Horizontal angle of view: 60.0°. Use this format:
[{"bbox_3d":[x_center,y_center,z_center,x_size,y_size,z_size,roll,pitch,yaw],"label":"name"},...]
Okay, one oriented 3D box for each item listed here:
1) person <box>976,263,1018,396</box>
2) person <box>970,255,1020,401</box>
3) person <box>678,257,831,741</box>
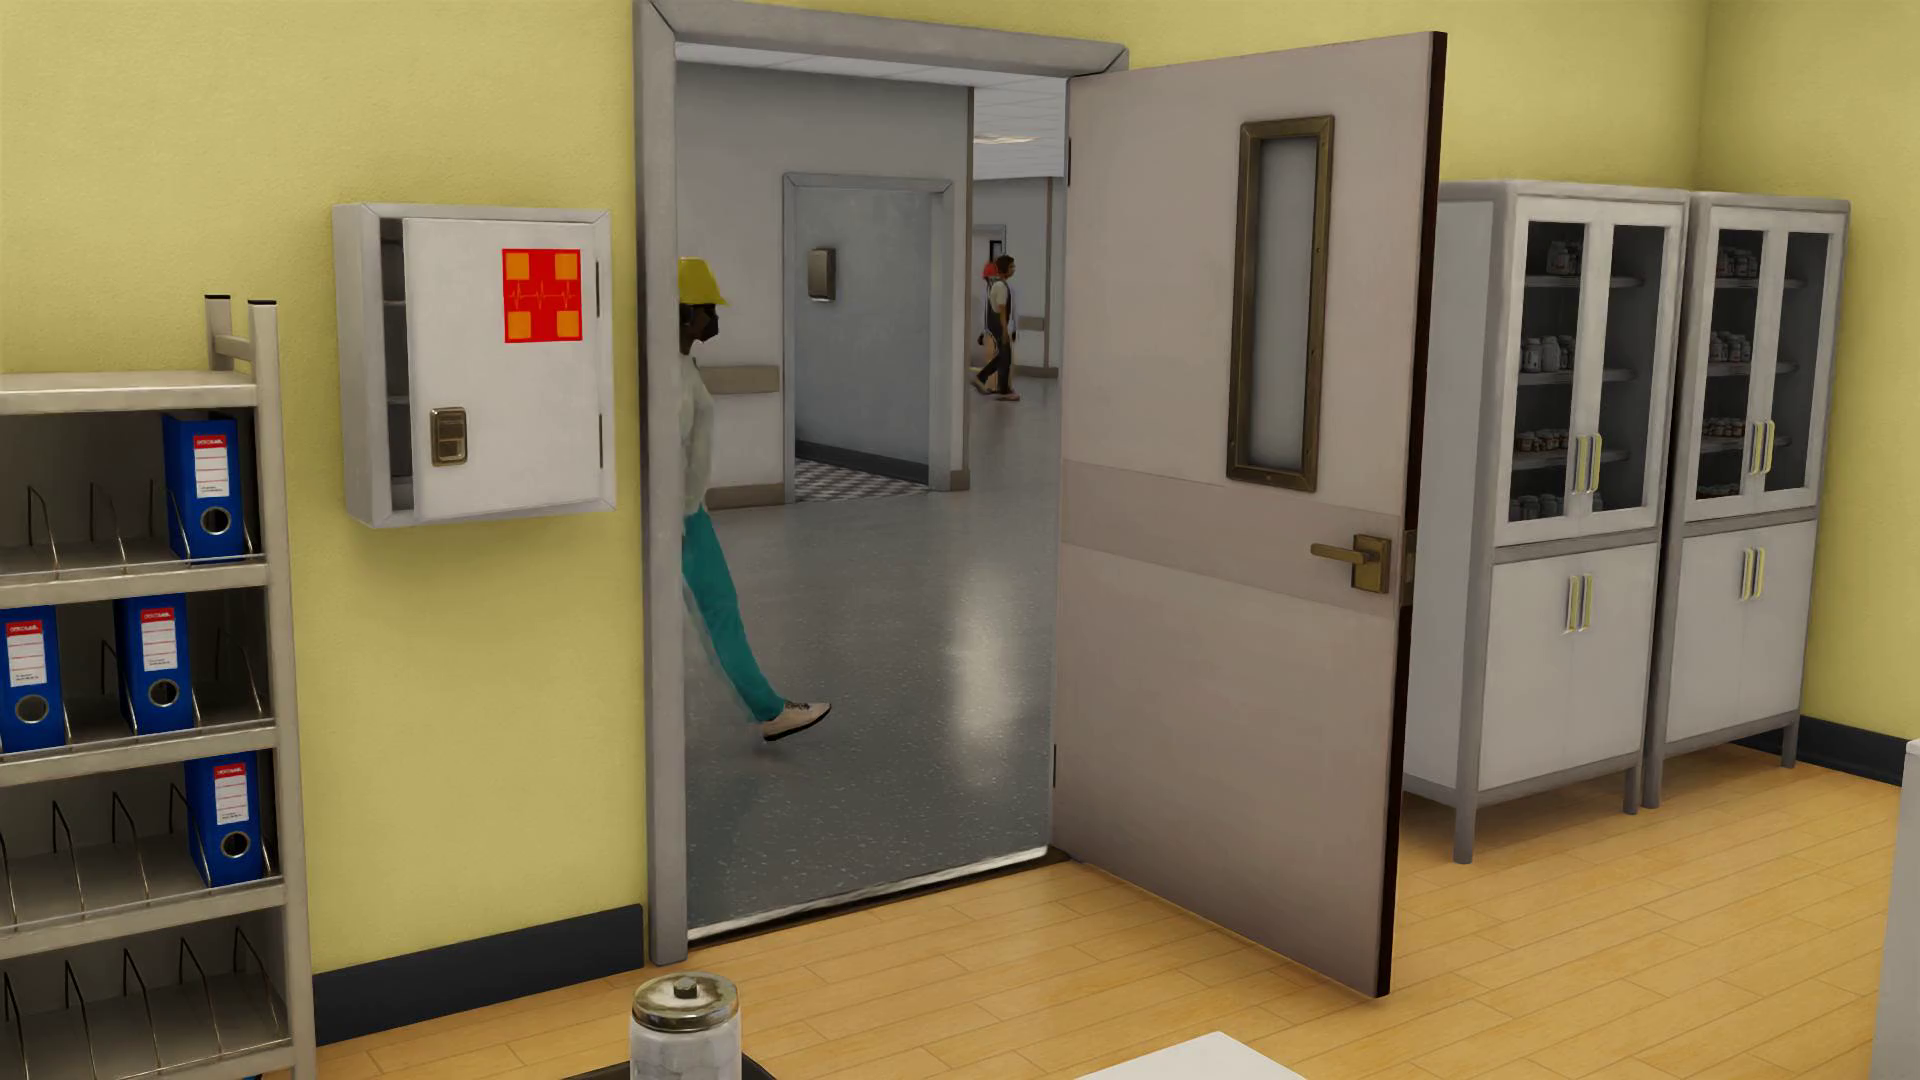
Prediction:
[{"bbox_3d":[0.482,-2.751,21.823,0.640,1.714,0.348,-6,11,-34],"label":"person"},{"bbox_3d":[0.475,-2.662,20.916,0.537,1.833,0.531,0,10,-2],"label":"person"},{"bbox_3d":[-0.882,-0.112,5.859,0.851,1.724,0.548,-2,10,-19],"label":"person"}]
